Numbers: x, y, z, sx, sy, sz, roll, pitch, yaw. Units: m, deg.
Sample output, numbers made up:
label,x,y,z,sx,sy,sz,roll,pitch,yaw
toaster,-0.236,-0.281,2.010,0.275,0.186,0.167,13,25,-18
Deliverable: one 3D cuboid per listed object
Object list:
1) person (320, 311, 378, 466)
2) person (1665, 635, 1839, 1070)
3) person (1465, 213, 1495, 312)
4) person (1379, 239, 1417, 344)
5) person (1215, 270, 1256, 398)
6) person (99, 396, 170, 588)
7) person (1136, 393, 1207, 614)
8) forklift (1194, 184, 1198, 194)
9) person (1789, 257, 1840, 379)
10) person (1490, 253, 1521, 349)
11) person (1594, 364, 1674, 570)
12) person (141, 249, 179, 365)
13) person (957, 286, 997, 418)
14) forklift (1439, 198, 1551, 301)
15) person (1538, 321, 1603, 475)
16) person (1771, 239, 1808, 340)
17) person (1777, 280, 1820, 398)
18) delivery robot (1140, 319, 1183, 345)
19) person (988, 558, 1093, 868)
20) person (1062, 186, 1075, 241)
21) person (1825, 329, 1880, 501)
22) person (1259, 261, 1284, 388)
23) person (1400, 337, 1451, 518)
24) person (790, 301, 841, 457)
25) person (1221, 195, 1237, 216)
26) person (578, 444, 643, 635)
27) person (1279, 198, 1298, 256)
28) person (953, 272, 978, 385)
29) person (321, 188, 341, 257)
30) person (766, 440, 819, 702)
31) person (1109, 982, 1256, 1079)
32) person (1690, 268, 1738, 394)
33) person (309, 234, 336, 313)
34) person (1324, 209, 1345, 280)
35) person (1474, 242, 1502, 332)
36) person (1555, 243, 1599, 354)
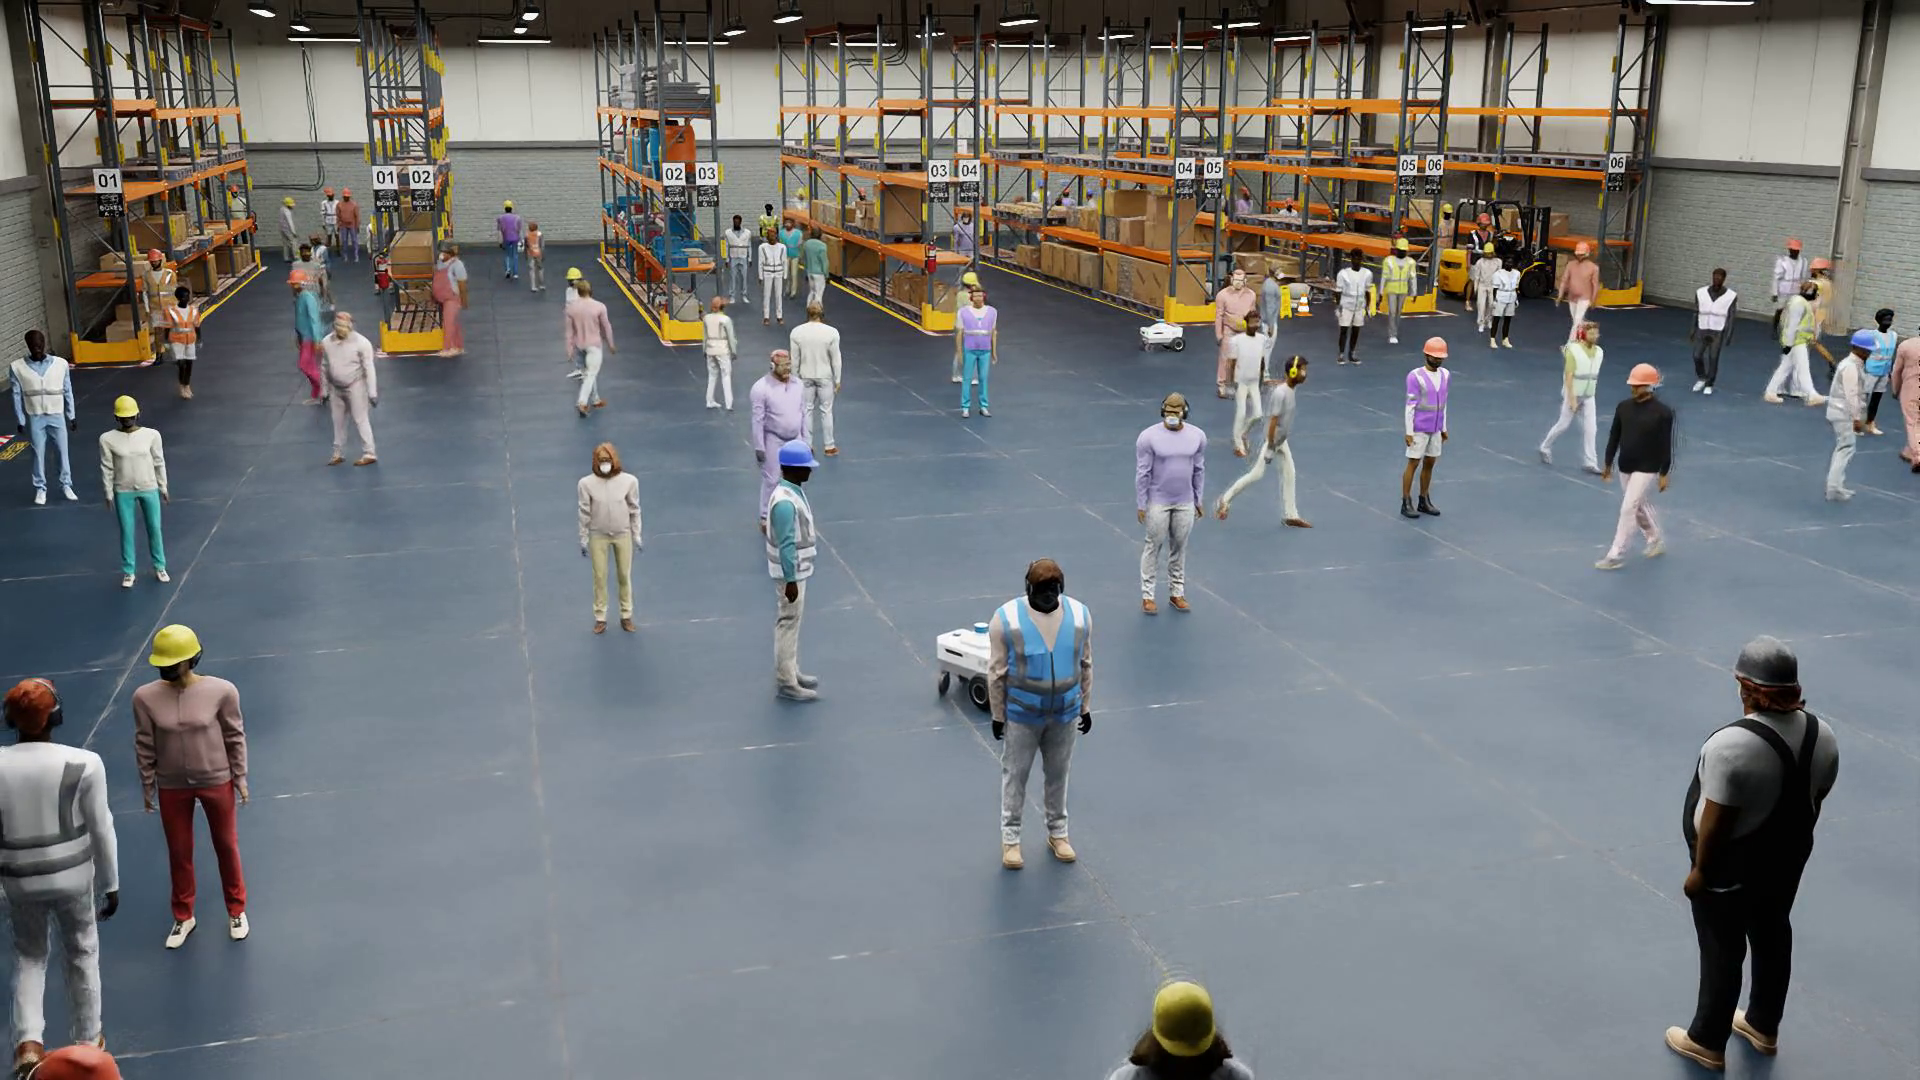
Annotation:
label,x,y,z,sx,sy,sz,roll,pitch,yaw
person,-7.400,-1.833,20.120,0.696,1.901,0.397,4,15,14
person,3.576,1.411,7.626,0.688,2.000,0.536,-6,16,-21
person,10.852,-5.779,34.680,0.611,2.042,0.396,-4,15,-13
person,7.949,-4.472,30.037,0.623,1.888,0.882,0,15,-2
person,4.106,-3.060,24.716,0.644,1.903,0.400,-4,15,-13
person,-7.502,-0.447,15.149,0.533,1.765,0.330,-8,17,-28
person,1.815,-0.318,14.334,0.630,1.935,0.366,-4,15,-13
forklift,7.392,-11.333,53.972,1.873,2.768,1.129,-4,15,-15
person,13.699,-3.529,26.482,0.870,1.913,0.539,14,21,43
person,9.704,-4.253,29.596,0.537,1.697,0.320,-4,15,-13
person,6.478,-0.724,15.833,0.973,1.958,0.632,-8,17,-27
person,-13.311,-3.881,27.737,0.548,1.936,0.378,-4,15,-13
person,0.237,-2.630,23.207,0.565,1.845,0.384,-4,15,-13
forklift,11.913,-6.508,37.130,2.313,2.155,1.214,-4,15,-15
person,7.388,-1.736,19.931,0.590,1.810,0.944,-6,16,-21
person,15.099,-4.531,30.297,0.573,1.881,1.009,2,15,9
person,12.490,-2.995,24.768,0.379,1.746,0.594,-4,15,-16
delivery robot,3.548,-3.640,29.303,0.707,0.478,0.477,-4,15,-15
person,0.475,0.989,9.598,0.626,1.843,0.430,-4,15,-13
person,3.026,-9.167,47.680,0.544,1.920,0.586,0,15,0
person,9.816,-1.382,18.361,0.439,1.923,0.654,9,17,31
person,4.797,-3.338,25.700,0.371,1.936,0.629,3,15,10
person,4.966,-1.194,17.632,0.550,1.933,0.374,-7,16,-25
person,-1.780,-1.994,20.638,0.633,1.936,0.353,2,15,9
person,8.009,-9.651,49.633,0.507,1.841,0.339,-4,15,-13
person,-2.893,-0.009,13.786,0.503,1.612,0.381,-3,15,-11
person,8.853,-8.341,44.871,0.566,1.750,0.341,-4,15,-13
person,0.085,-3.289,25.859,0.367,1.755,0.556,-5,16,-19
person,-17.613,-8.893,46.658,0.578,1.921,0.426,-6,16,-22
person,-1.227,0.214,12.309,0.404,1.945,0.615,0,15,-1
person,0.704,2.164,5.394,0.523,1.722,0.504,-1,15,-3
person,11.306,-3.136,25.005,0.616,1.900,0.476,10,18,34
person,-13.273,-5.547,34.614,0.570,1.616,0.449,8,17,26
person,9.171,-7.206,40.632,0.489,1.739,0.323,-4,15,-13
person,10.061,-4.830,31.738,0.510,1.710,0.560,3,15,10
person,10.673,-4.173,28.837,1.034,1.929,0.605,-12,19,-37
